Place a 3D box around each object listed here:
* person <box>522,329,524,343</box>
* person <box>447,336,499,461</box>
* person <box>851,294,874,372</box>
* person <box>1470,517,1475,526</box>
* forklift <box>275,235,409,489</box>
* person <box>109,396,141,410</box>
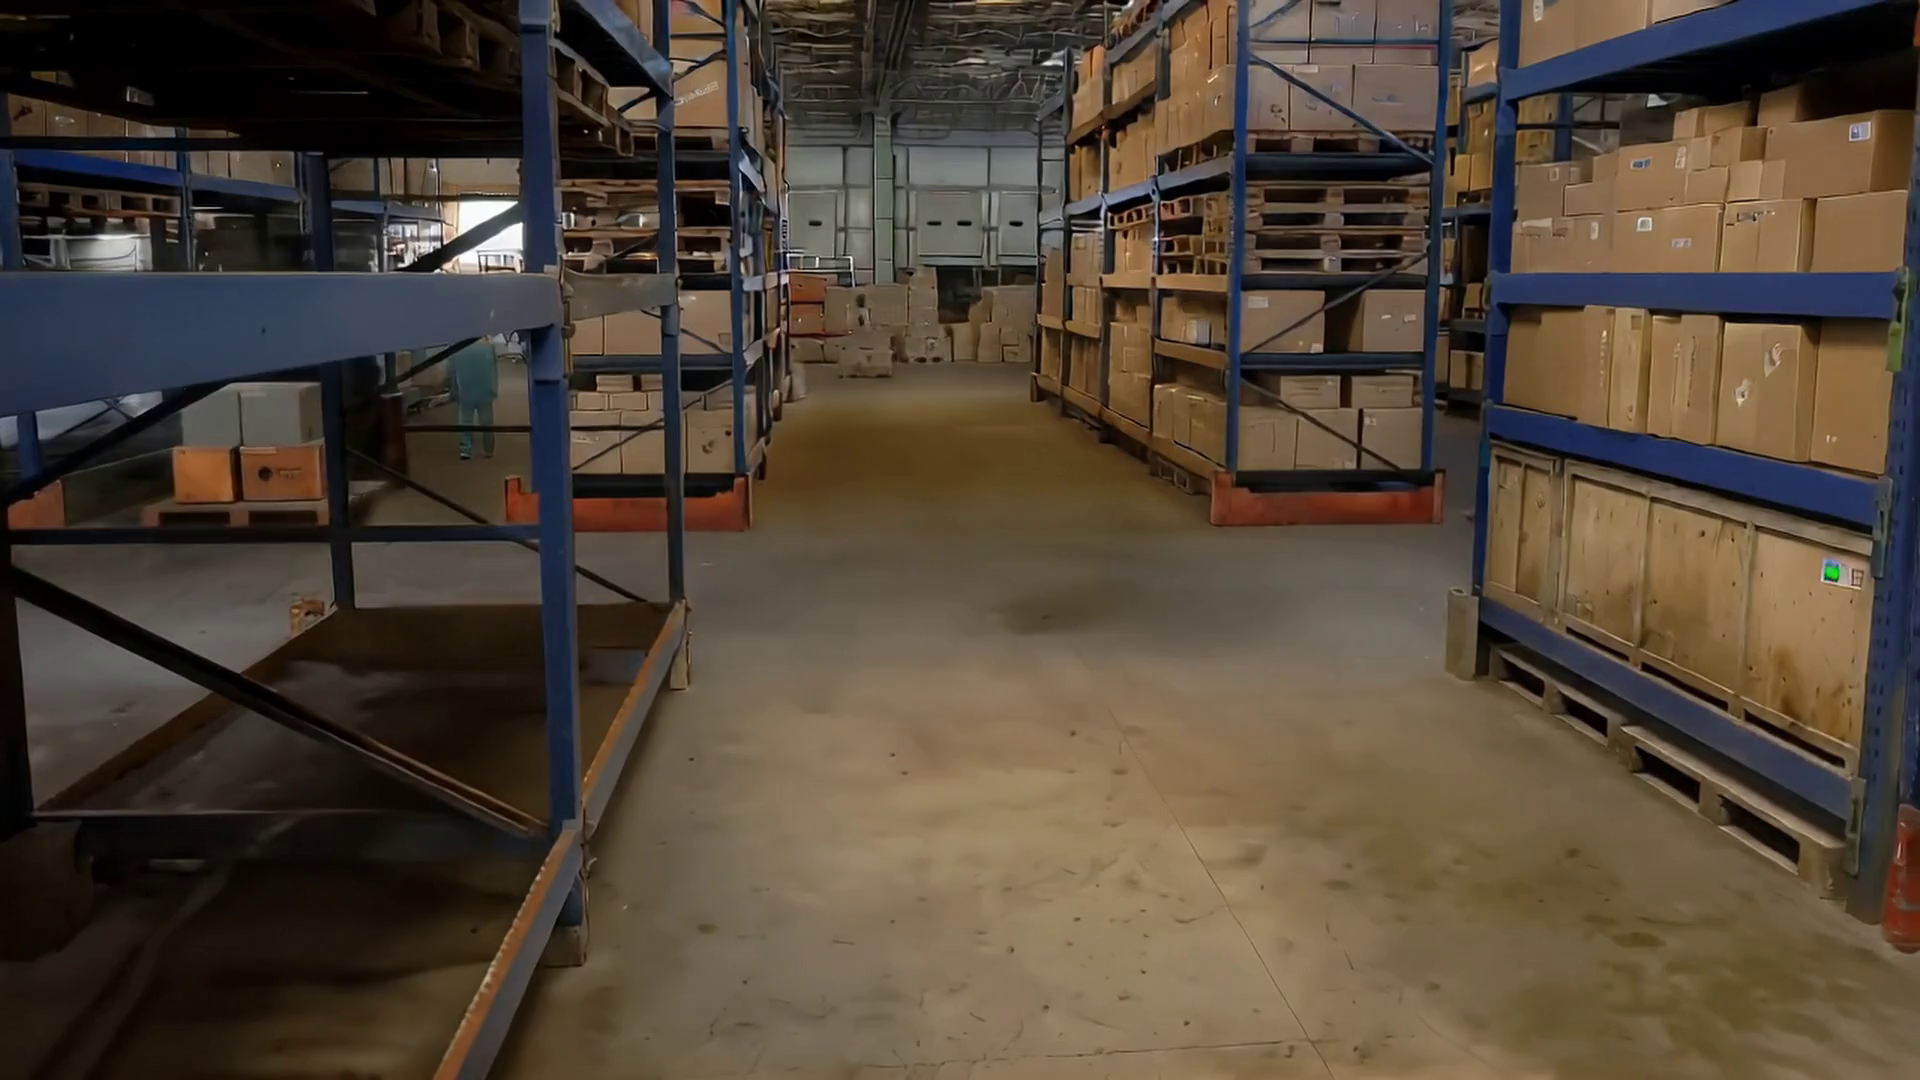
[{"bbox_3d":[-14.985,-7.648,57.486,0.774,1.822,0.525,3,10,21],"label":"person"},{"bbox_3d":[-6.337,-1.985,21.645,0.651,1.907,0.409,-5,10,-29],"label":"person"},{"bbox_3d":[-2.514,-5.149,41.403,0.924,1.928,0.630,5,10,30],"label":"person"},{"bbox_3d":[5.205,-1.002,15.163,1.006,1.992,0.628,-1,9,-5],"label":"person"},{"bbox_3d":[-6.737,-1.867,17.854,1.129,2.768,1.873,-1,9,-4],"label":"forklift"},{"bbox_3d":[-14.966,-3.334,29.694,0.539,2.000,0.688,4,10,25],"label":"person"}]
